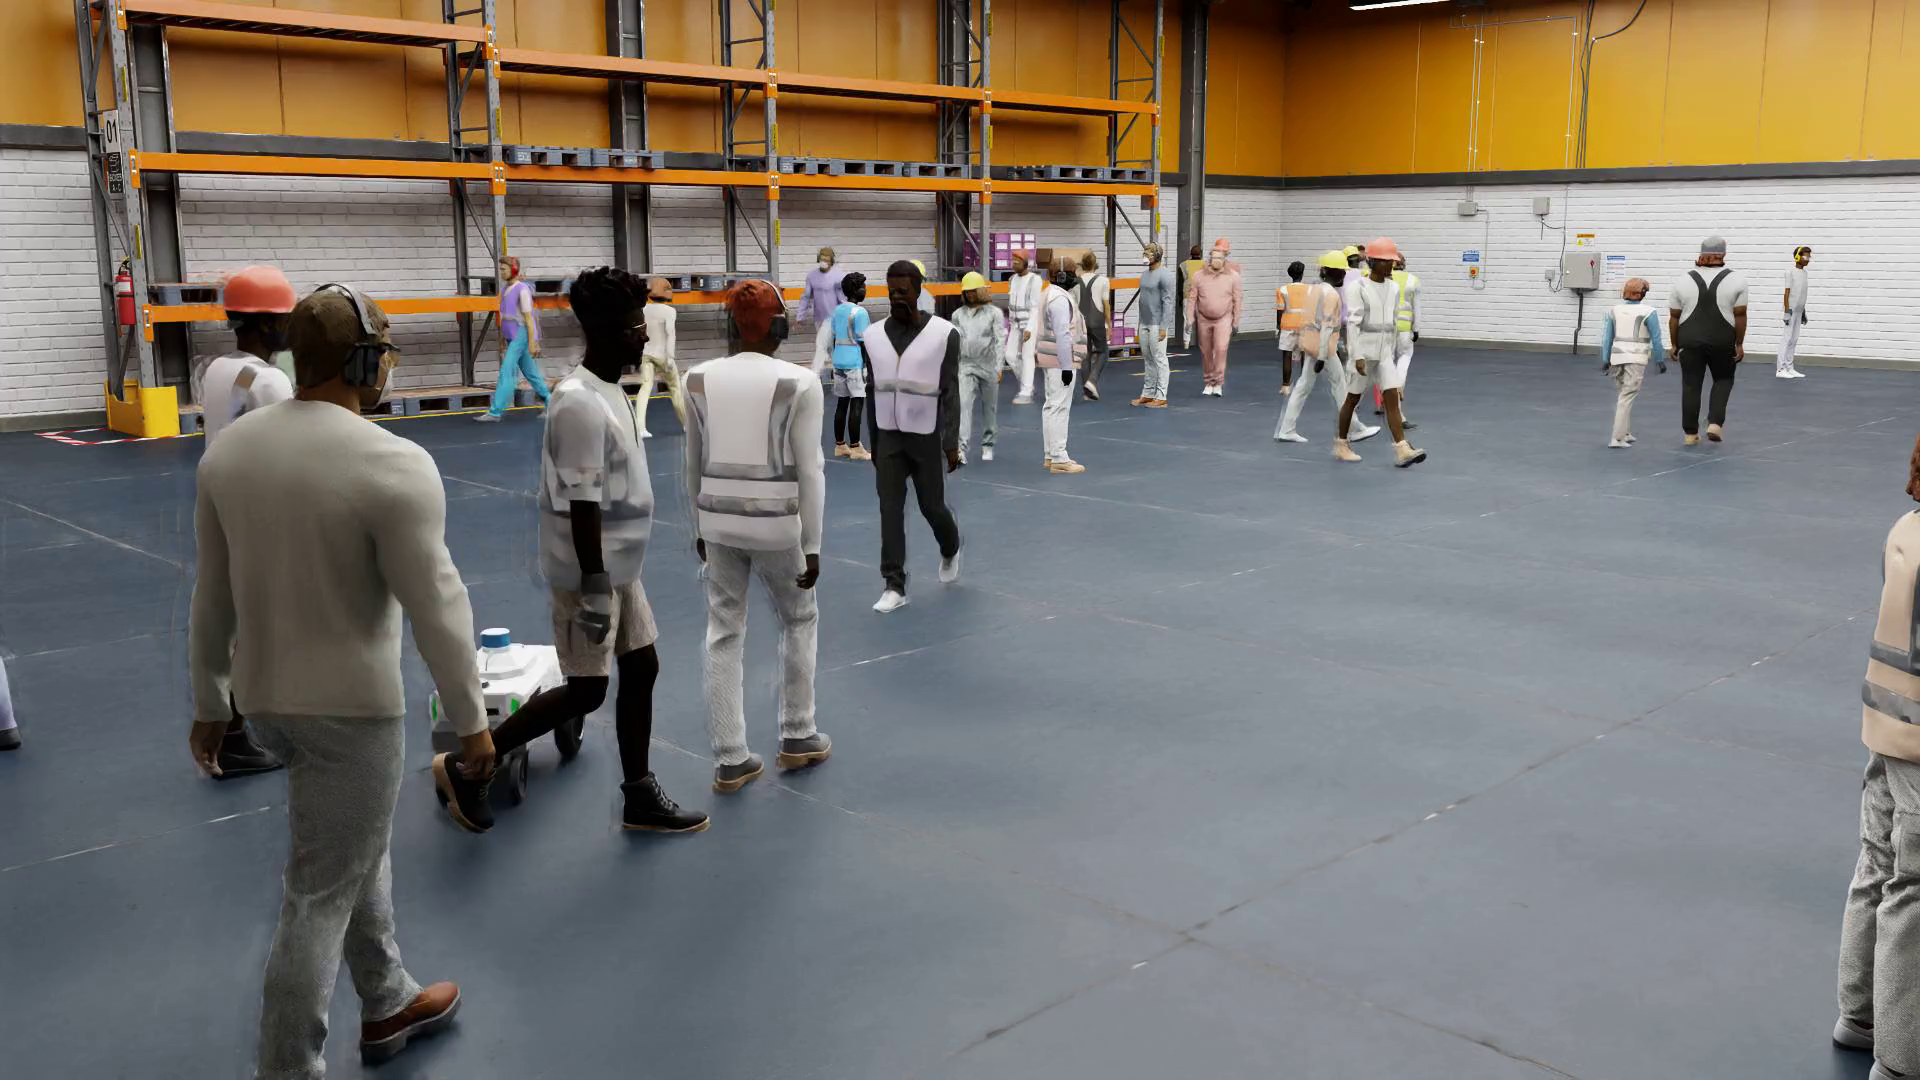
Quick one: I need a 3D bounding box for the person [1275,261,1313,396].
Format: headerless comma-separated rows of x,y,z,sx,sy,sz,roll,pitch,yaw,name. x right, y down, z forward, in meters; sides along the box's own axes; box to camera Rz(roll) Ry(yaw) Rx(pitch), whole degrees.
4.241,-2.668,21.022,0.535,1.699,0.322,0,10,2,person

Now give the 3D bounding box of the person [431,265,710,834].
-1.298,0.073,5.464,0.806,1.939,0.612,0,10,-1,person

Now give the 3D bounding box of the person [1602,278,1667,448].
6.470,-1.684,15.889,0.683,1.614,0.528,-6,12,-30,person

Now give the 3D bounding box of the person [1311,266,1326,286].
5.595,-3.429,25.385,0.523,1.624,0.468,3,11,15,person

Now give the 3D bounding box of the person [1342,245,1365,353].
6.768,-4.104,28.459,0.459,1.853,0.536,8,13,36,person

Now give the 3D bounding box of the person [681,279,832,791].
-0.743,-0.033,6.209,0.597,1.858,0.694,3,11,14,person

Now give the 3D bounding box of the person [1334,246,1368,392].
5.024,-2.782,21.139,0.657,1.880,0.429,5,12,27,person

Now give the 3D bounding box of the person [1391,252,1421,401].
5.258,-2.569,20.133,0.635,1.825,0.430,4,11,21,person

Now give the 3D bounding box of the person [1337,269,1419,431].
4.317,-2.008,17.172,0.803,1.798,0.591,6,12,29,person

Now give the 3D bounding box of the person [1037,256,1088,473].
0.876,-1.497,14.255,0.429,1.844,0.626,-1,10,-6,person

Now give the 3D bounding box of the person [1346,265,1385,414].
4.702,-2.306,19.115,0.537,1.667,1.016,1,10,7,person

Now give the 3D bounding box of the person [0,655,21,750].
-4.111,0.007,6.362,0.859,1.722,0.516,-1,10,-7,person

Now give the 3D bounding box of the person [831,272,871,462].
-0.966,-1.559,14.975,0.318,1.698,0.539,-7,13,-34,person

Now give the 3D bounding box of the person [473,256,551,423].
-4.824,-2.178,18.084,0.994,1.799,0.579,-7,12,-32,person

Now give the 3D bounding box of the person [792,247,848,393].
-1.725,-2.768,21.110,0.649,1.868,1.057,10,14,43,person

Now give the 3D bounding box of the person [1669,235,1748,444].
7.223,-1.933,16.086,0.704,2.000,0.535,6,12,31,person

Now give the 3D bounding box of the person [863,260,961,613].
-0.242,-0.588,9.154,0.602,1.896,0.815,4,11,23,person

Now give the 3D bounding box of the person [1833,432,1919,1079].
2.280,0.502,3.903,0.308,1.641,0.517,2,11,12,person

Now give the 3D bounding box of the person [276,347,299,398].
-3.801,-0.566,9.774,0.500,1.625,0.347,5,12,25,person

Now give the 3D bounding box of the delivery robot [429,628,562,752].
-1.724,0.574,6.214,0.477,0.478,0.707,0,10,-1,delivery robot

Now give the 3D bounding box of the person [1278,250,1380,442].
3.591,-1.867,16.196,1.010,1.871,0.596,-2,11,-11,person

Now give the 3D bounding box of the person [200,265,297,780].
-2.534,-0.077,6.339,0.870,1.903,0.561,-9,14,-41,person

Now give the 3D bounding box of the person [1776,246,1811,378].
11.910,-3.242,23.693,0.521,1.870,0.328,-7,13,-35,person

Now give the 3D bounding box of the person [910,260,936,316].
-0.521,-1.840,16.308,0.407,1.787,0.721,7,12,32,person

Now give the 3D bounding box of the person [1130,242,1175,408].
2.275,-2.521,19.568,0.371,1.941,0.627,-5,11,-23,person

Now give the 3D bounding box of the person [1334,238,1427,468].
3.658,-1.624,14.532,0.621,1.988,1.038,-5,11,-24,person

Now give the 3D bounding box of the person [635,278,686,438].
-2.995,-1.837,16.787,0.516,1.591,0.859,6,12,31,person

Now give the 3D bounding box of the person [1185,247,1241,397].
3.161,-2.724,20.862,0.657,1.867,0.902,3,11,18,person

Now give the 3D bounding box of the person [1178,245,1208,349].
4.199,-4.330,29.703,0.625,1.844,0.429,1,10,8,person

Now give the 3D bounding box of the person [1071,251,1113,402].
1.600,-2.579,20.192,0.536,1.825,0.412,5,12,26,person

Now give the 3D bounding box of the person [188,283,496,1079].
-1.379,0.377,3.836,0.661,1.901,0.896,5,12,28,person

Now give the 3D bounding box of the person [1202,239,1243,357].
4.013,-3.617,25.493,0.653,1.951,0.961,0,10,0,person

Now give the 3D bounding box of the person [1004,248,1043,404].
0.748,-2.553,19.952,0.429,1.864,0.577,-9,14,-41,person

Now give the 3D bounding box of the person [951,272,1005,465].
0.152,-1.513,14.726,0.501,1.693,0.877,2,11,13,person
